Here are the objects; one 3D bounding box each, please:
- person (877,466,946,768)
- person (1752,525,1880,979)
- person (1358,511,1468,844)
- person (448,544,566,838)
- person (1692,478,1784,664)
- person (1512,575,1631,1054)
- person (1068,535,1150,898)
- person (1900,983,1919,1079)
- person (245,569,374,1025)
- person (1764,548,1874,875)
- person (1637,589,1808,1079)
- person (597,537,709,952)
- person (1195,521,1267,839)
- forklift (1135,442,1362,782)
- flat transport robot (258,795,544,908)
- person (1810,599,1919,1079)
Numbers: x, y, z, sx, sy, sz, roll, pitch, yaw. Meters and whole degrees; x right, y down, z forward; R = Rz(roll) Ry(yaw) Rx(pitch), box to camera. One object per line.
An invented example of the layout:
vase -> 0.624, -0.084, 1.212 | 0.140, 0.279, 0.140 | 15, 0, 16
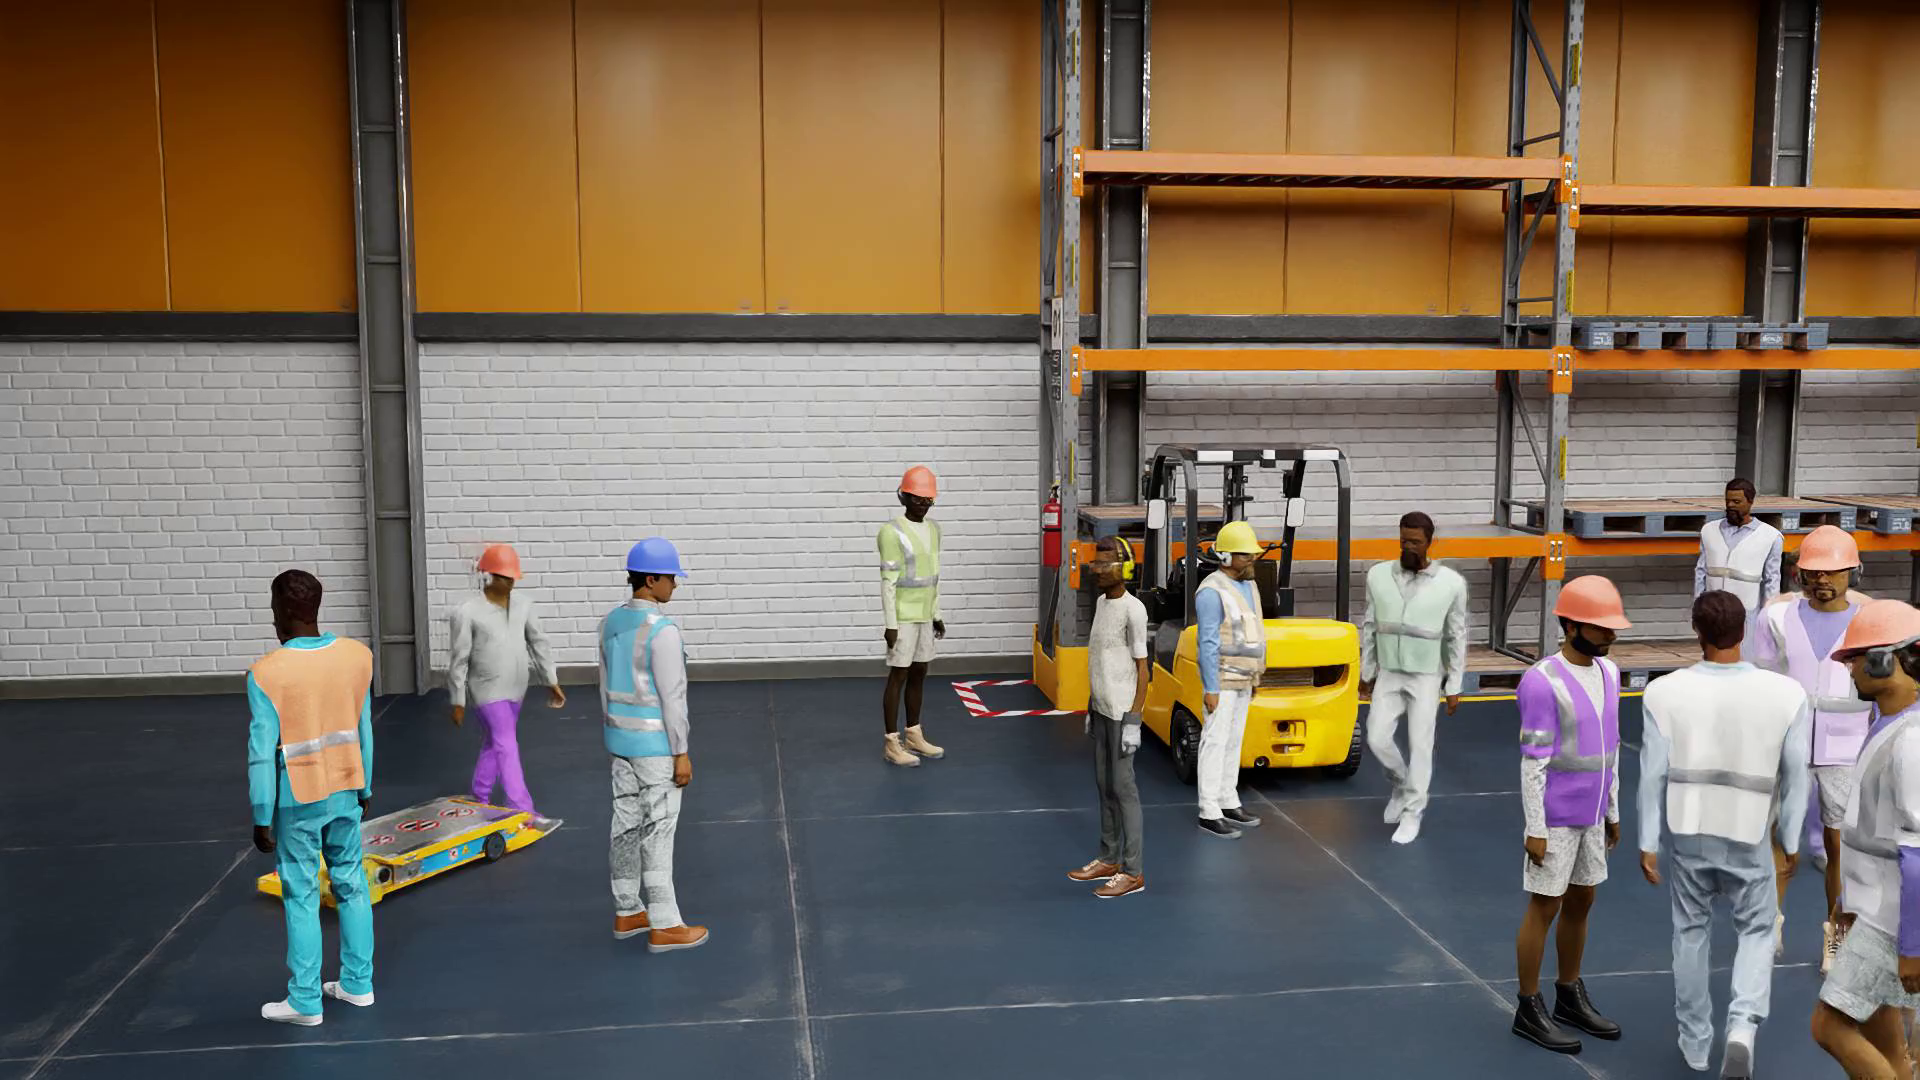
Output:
person -> -0.300, 0.511, 11.352 | 0.395, 2.040, 0.609 | 5, 8, 35
person -> 3.863, 0.950, 7.489 | 0.605, 2.045, 0.378 | 4, 8, 33
person -> 2.589, 0.779, 9.555 | 0.613, 1.908, 0.440 | 4, 8, 34
person -> -2.595, 0.875, 9.631 | 0.930, 1.691, 0.556 | 4, 7, 29
person -> 5.524, 0.515, 11.851 | 0.392, 1.917, 0.592 | -6, 9, -41
person -> 2.489, 1.096, 6.721 | 0.544, 1.930, 0.389 | -4, 8, -33
person -> 0.786, 0.904, 8.634 | 0.315, 1.873, 0.532 | -2, 7, -21
person -> 3.650, 1.182, 5.930 | 0.417, 1.939, 0.610 | -1, 7, -12
person -> -2.711, 1.075, 6.992 | 0.396, 1.911, 0.588 | 4, 8, 31
person -> 4.583, 0.916, 8.801 | 0.653, 1.804, 0.557 | 1, 7, 11
person -> 2.893, 1.153, 6.361 | 0.599, 1.897, 0.652 | 3, 7, 27
person -> -1.469, 0.958, 7.870 | 0.402, 1.941, 0.602 | -6, 9, -43
person -> 1.589, 0.799, 9.724 | 0.404, 1.833, 0.591 | 4, 8, 34
forklift -> 1.912, 0.418, 11.496 | 1.214, 2.155, 2.313 | -1, 7, -8
flat transport robot -> -2.977, 1.657, 8.986 | 0.652, 0.197, 1.431 | 3, 7, 27
person -> 3.013, 1.200, 5.448 | 0.415, 2.007, 0.611 | 3, 7, 27
